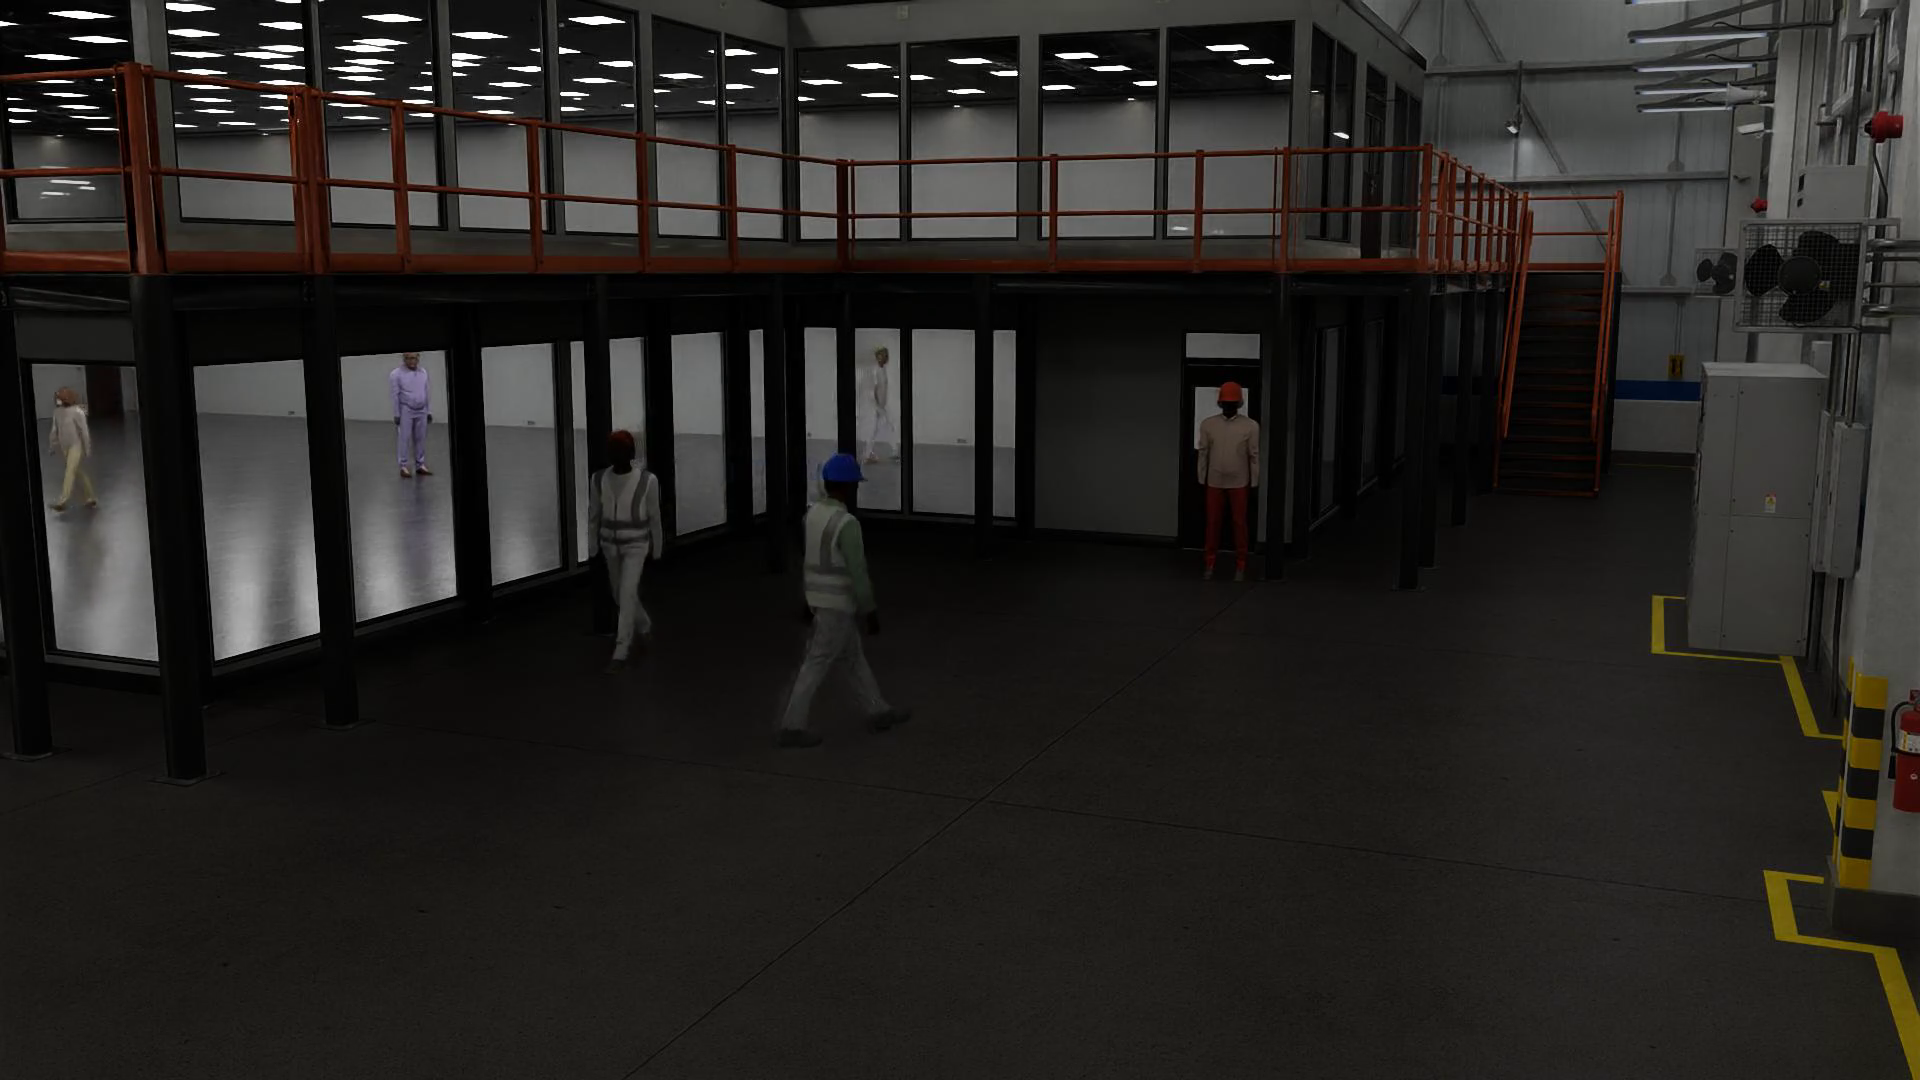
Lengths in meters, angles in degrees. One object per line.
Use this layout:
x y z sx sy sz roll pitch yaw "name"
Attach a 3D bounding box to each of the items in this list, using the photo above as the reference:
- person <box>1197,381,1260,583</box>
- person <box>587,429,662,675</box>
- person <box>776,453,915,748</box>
2.626 -0.566 16.329 0.615 1.984 0.409 3 10 20 "person"
-2.559 0.061 12.873 0.590 1.857 0.877 3 10 18 "person"
-0.764 0.386 10.727 1.020 1.893 0.645 -5 10 -26 "person"
